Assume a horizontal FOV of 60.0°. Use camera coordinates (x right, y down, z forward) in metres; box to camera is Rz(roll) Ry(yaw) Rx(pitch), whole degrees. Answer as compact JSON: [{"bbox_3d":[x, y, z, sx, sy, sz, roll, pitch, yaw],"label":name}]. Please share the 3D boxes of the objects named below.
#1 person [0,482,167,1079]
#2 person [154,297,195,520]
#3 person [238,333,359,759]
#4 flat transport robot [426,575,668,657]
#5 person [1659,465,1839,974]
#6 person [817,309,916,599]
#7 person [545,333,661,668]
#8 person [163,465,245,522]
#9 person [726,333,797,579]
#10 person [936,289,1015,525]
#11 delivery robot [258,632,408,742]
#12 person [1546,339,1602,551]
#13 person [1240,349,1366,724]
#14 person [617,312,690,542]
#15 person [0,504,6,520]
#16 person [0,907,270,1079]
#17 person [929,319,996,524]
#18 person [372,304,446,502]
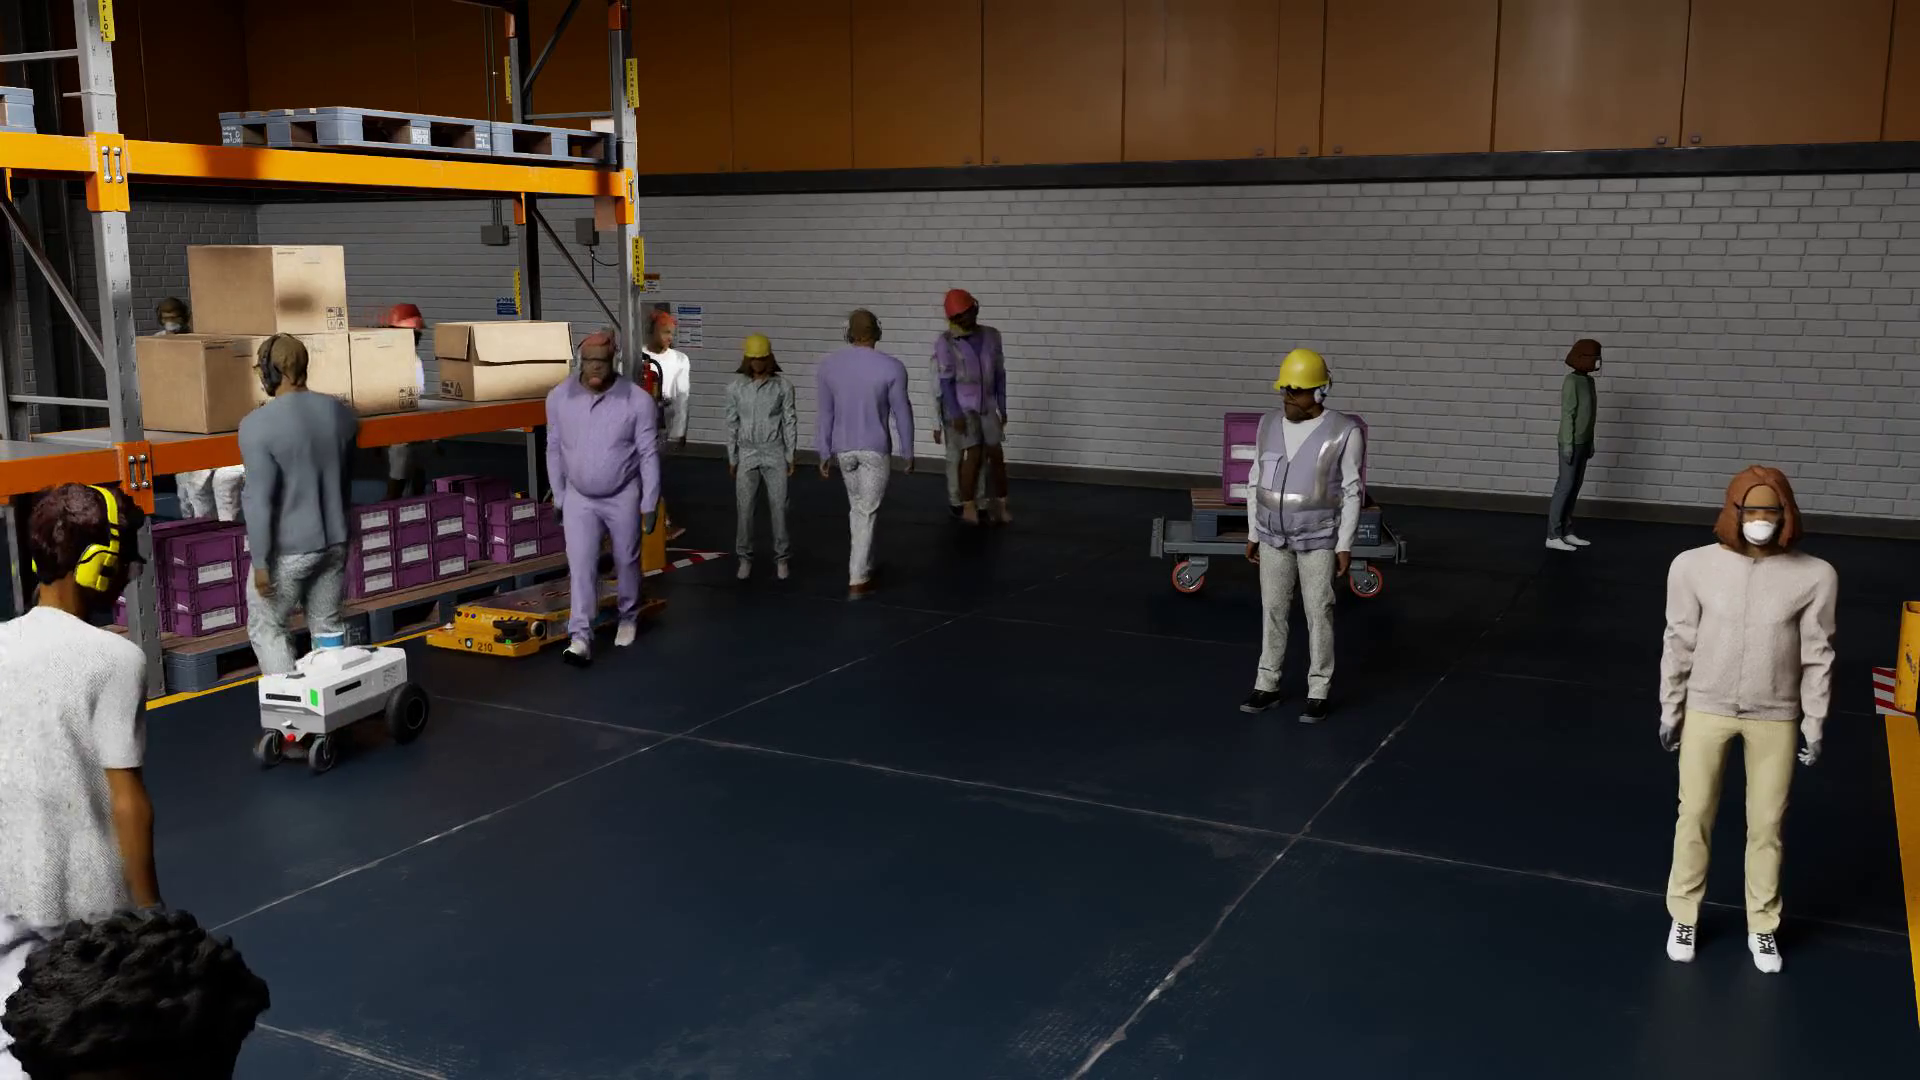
[{"bbox_3d":[-1.897,0.786,3.549,0.596,1.804,1.001,3,10,17],"label":"person"},{"bbox_3d":[-6.365,-1.043,13.749,0.735,1.923,0.759,-3,10,-17],"label":"person"},{"bbox_3d":[-2.969,0.035,7.488,0.454,1.930,0.651,5,11,29],"label":"person"},{"bbox_3d":[-2.449,0.432,9.993,0.652,0.197,1.431,5,11,26],"label":"flat transport robot"},{"bbox_3d":[2.486,0.567,5.296,0.497,1.625,0.279,4,11,23],"label":"person"},{"bbox_3d":[-0.588,-0.593,11.197,0.636,1.903,0.876,4,11,24],"label":"person"},{"bbox_3d":[-2.000,-0.235,9.309,0.660,1.838,1.057,0,10,-1],"label":"person"},{"bbox_3d":[-5.157,-0.583,11.524,0.690,1.771,0.970,-5,11,-24],"label":"person"},{"bbox_3d":[-1.386,-0.579,11.632,0.488,1.731,0.357,-1,10,-4],"label":"person"},{"bbox_3d":[0.135,-1.100,13.931,0.681,1.981,0.413,-6,11,-30],"label":"person"},{"bbox_3d":[-2.850,0.660,7.581,0.477,0.478,0.707,3,10,17],"label":"delivery robot"},{"bbox_3d":[4.743,-0.732,12.809,0.288,1.627,0.501,8,13,39],"label":"person"},{"bbox_3d":[1.653,-0.020,8.120,0.586,1.823,0.403,7,12,36],"label":"person"},{"bbox_3d":[-2.476,-0.903,13.266,0.638,1.813,0.975,-6,11,-29],"label":"person"},{"bbox_3d":[-8.401,-1.117,14.168,0.589,1.928,0.384,-1,10,-6],"label":"person"},{"bbox_3d":[-0.768,1.164,1.645,0.529,1.692,0.321,-6,11,-30],"label":"person"},{"bbox_3d":[0.036,-1.015,14.029,0.598,1.773,0.894,-2,10,-11],"label":"person"},{"bbox_3d":[-4.057,-0.805,12.440,0.899,1.895,0.549,-9,13,-43],"label":"person"}]
